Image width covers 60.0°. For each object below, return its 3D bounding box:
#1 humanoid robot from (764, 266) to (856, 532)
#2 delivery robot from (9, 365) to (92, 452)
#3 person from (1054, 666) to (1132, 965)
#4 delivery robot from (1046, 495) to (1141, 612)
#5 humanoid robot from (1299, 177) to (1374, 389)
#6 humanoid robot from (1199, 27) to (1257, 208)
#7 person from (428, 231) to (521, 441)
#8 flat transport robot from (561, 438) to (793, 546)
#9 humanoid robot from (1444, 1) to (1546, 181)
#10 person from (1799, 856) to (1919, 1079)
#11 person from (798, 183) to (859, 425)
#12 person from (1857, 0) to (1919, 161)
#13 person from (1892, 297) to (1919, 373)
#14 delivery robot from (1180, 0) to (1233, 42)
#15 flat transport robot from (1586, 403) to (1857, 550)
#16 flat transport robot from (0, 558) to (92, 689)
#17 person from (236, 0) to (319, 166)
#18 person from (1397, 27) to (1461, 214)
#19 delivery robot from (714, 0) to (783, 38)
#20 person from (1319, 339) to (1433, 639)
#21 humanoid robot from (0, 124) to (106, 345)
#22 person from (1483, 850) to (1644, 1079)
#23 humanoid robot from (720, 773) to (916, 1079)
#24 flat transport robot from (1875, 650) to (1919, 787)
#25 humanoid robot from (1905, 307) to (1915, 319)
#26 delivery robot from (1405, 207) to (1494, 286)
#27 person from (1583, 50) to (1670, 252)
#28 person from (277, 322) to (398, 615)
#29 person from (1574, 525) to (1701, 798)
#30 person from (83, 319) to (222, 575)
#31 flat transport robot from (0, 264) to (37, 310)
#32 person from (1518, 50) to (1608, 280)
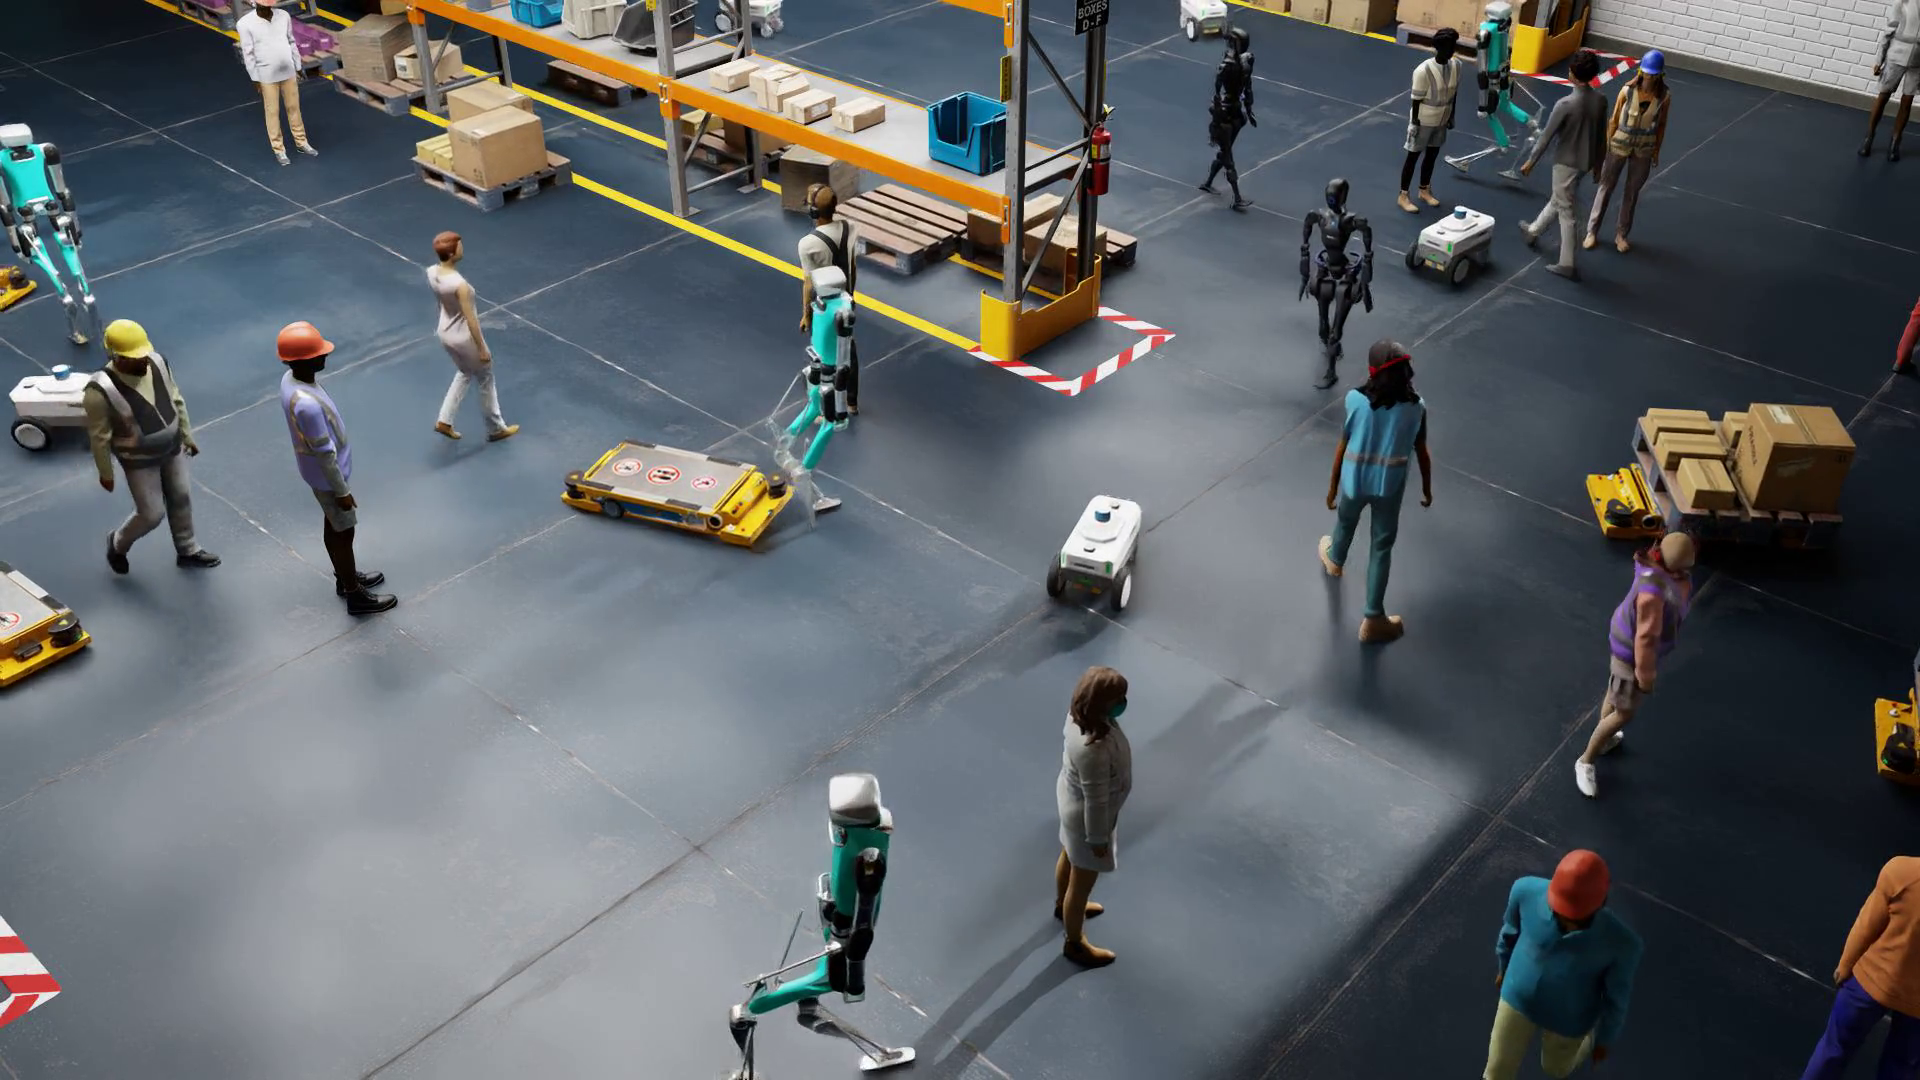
[{"bbox_3d":[-1.017,-0.851,10.834,0.715,1.876,0.534,-15,37,-21],"label":"humanoid robot"},{"bbox_3d":[-6.412,-0.976,11.970,0.774,0.592,0.499,-1,35,-1],"label":"delivery robot"},{"bbox_3d":[0.621,1.260,7.756,0.341,1.660,0.486,-2,35,-2],"label":"person"},{"bbox_3d":[0.881,0.067,10.478,0.499,0.614,0.812,13,37,17],"label":"delivery robot"},{"bbox_3d":[2.855,-1.982,12.474,0.603,1.619,0.637,17,38,23],"label":"humanoid robot"},{"bbox_3d":[2.524,-3.873,15.215,0.754,1.627,0.596,29,44,35],"label":"humanoid robot"},{"bbox_3d":[-3.469,-1.388,11.604,0.472,1.646,0.517,25,42,32],"label":"person"},{"bbox_3d":[-1.925,-0.339,11.302,1.431,0.231,0.659,12,36,17],"label":"flat transport robot"},{"bbox_3d":[5.065,-4.078,15.416,1.001,1.722,0.579,26,43,33],"label":"humanoid robot"},{"bbox_3d":[3.835,1.788,6.727,0.515,1.973,0.402,19,39,25],"label":"person"},{"bbox_3d":[-0.939,-1.668,11.840,0.346,1.846,0.507,28,43,34],"label":"person"},{"bbox_3d":[9.157,-4.634,16.069,0.547,1.927,0.389,14,37,19],"label":"person"},{"bbox_3d":[7.408,-1.990,12.375,0.307,1.769,0.521,-17,38,-23],"label":"person"},{"bbox_3d":[2.870,-6.202,19.543,0.499,0.593,0.789,-8,35,-12],"label":"delivery robot"},{"bbox_3d":[5.003,-0.225,11.137,1.431,0.231,0.659,4,35,5],"label":"flat transport robot"},{"bbox_3d":[-5.996,0.453,10.154,1.431,0.231,0.659,24,41,31],"label":"flat transport robot"},{"bbox_3d":[-6.588,-4.519,16.058,0.335,1.742,0.562,26,42,32],"label":"person"},{"bbox_3d":[4.267,-3.808,15.074,0.534,1.692,0.319,-18,38,-24],"label":"person"},{"bbox_3d":[-2.504,-6.256,19.638,0.804,0.614,0.499,14,37,20],"label":"delivery robot"},{"bbox_3d":[2.515,-0.363,9.975,0.638,1.817,0.879,10,36,14],"label":"person"},{"bbox_3d":[-6.947,-2.233,12.797,0.543,1.850,0.692,-27,43,-33],"label":"humanoid robot"},{"bbox_3d":[2.473,1.848,6.860,0.570,1.716,0.763,26,42,32],"label":"person"},{"bbox_3d":[-0.730,1.745,7.048,1.037,1.771,0.532,-6,35,-8],"label":"humanoid robot"},{"bbox_3d":[5.792,1.216,9.048,1.431,0.231,0.659,13,37,19],"label":"flat transport robot"},{"bbox_3d":[7.959,-2.347,12.988,0.600,1.647,0.546,-1,35,-1],"label":"humanoid robot"},{"bbox_3d":[4.234,-2.548,14.266,0.807,0.613,0.499,-27,43,-34],"label":"delivery robot"},{"bbox_3d":[5.789,-3.344,14.326,0.470,1.778,0.322,9,36,13],"label":"person"},{"bbox_3d":[-3.764,-0.425,9.959,0.352,1.938,0.544,-18,39,-25],"label":"person"},{"bbox_3d":[3.585,0.572,8.761,0.355,1.659,0.638,17,38,22],"label":"person"},{"bbox_3d":[-5.077,-0.568,10.285,0.656,1.805,0.625,11,36,15],"label":"person"},{"bbox_3d":[-8.550,-2.110,13.867,1.431,0.231,0.659,8,35,11],"label":"flat transport robot"},{"bbox_3d":[5.102,-3.210,14.072,0.572,1.840,0.995,-12,36,-16],"label":"person"}]
